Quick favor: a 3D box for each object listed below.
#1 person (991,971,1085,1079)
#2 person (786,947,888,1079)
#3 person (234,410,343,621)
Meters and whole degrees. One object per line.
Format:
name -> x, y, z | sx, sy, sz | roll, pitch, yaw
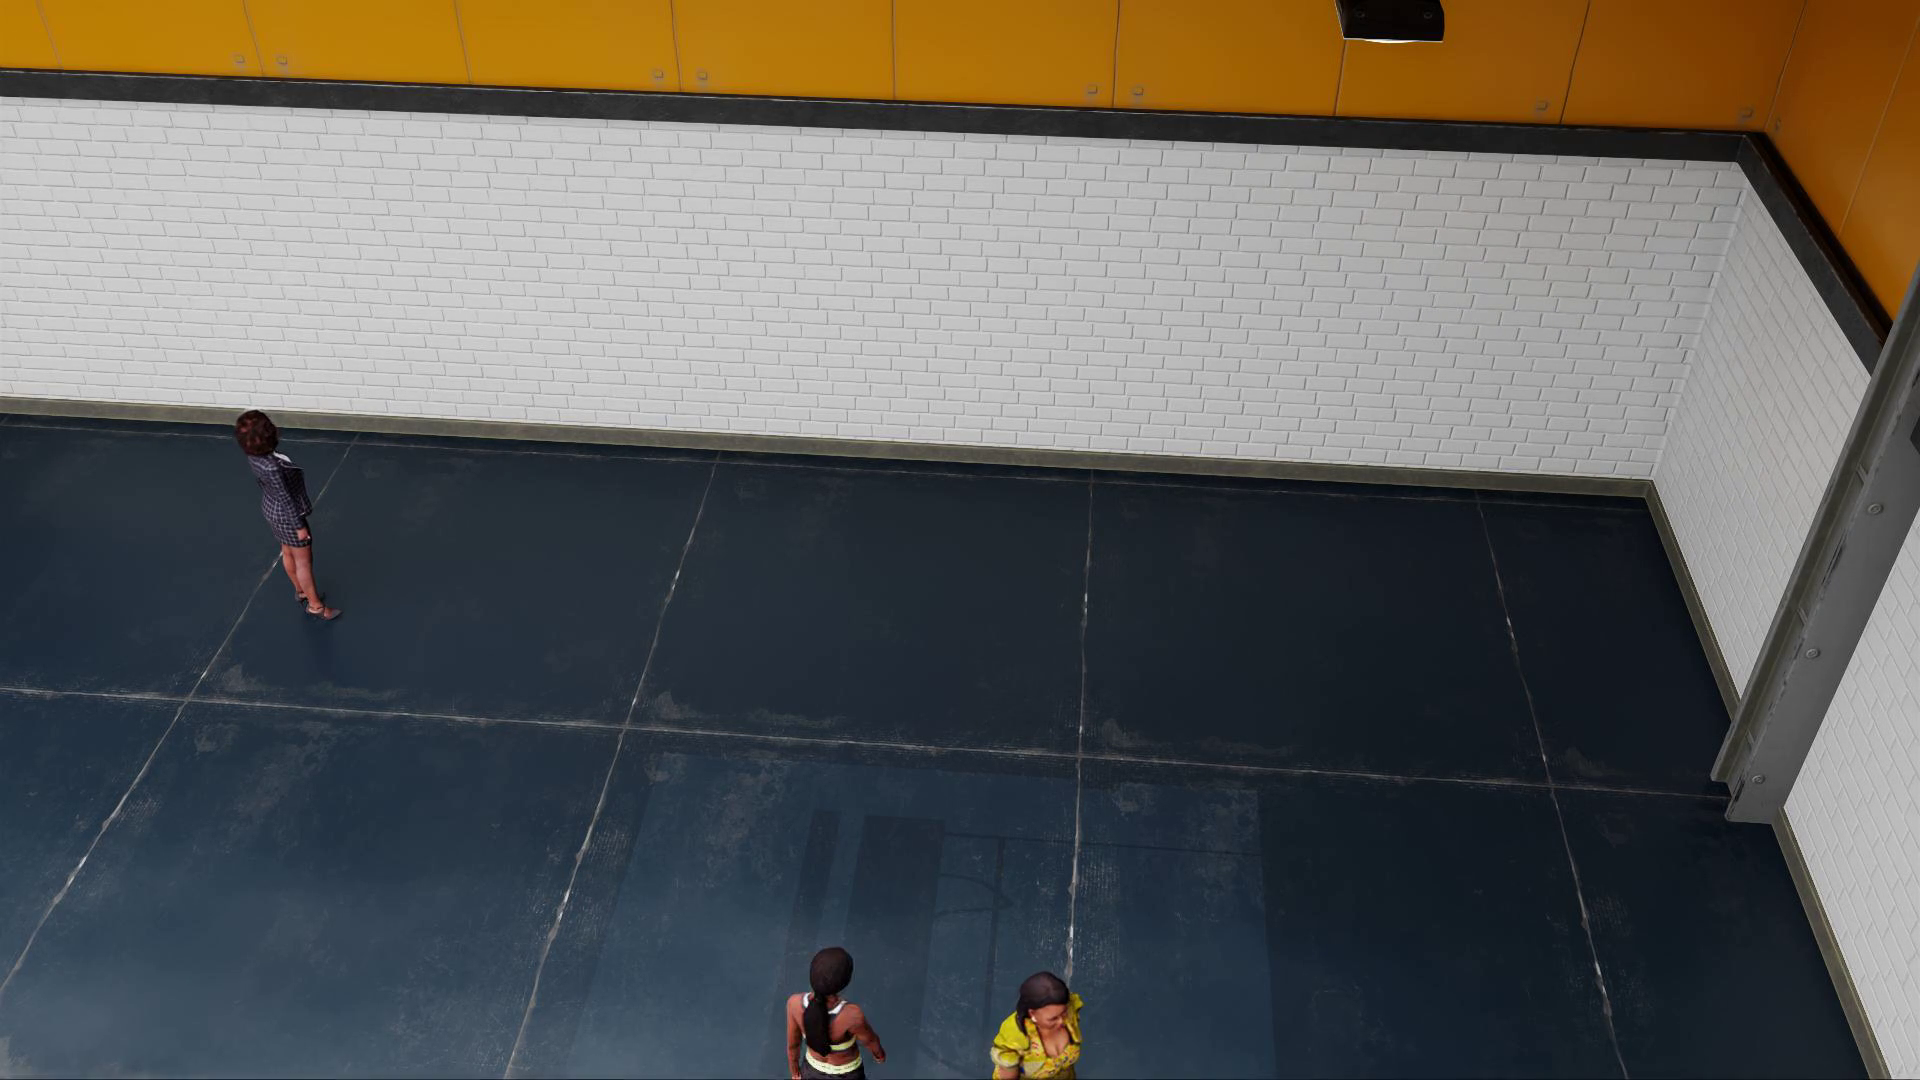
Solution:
person -> 0.359, 2.604, 7.950 | 0.989, 1.657, 1.057 | -29, 47, -32
person -> -0.635, 2.638, 7.852 | 0.746, 1.725, 1.017 | 14, 41, 17
person -> -4.610, -0.157, 11.374 | 0.753, 1.698, 0.698 | -29, 47, -31
